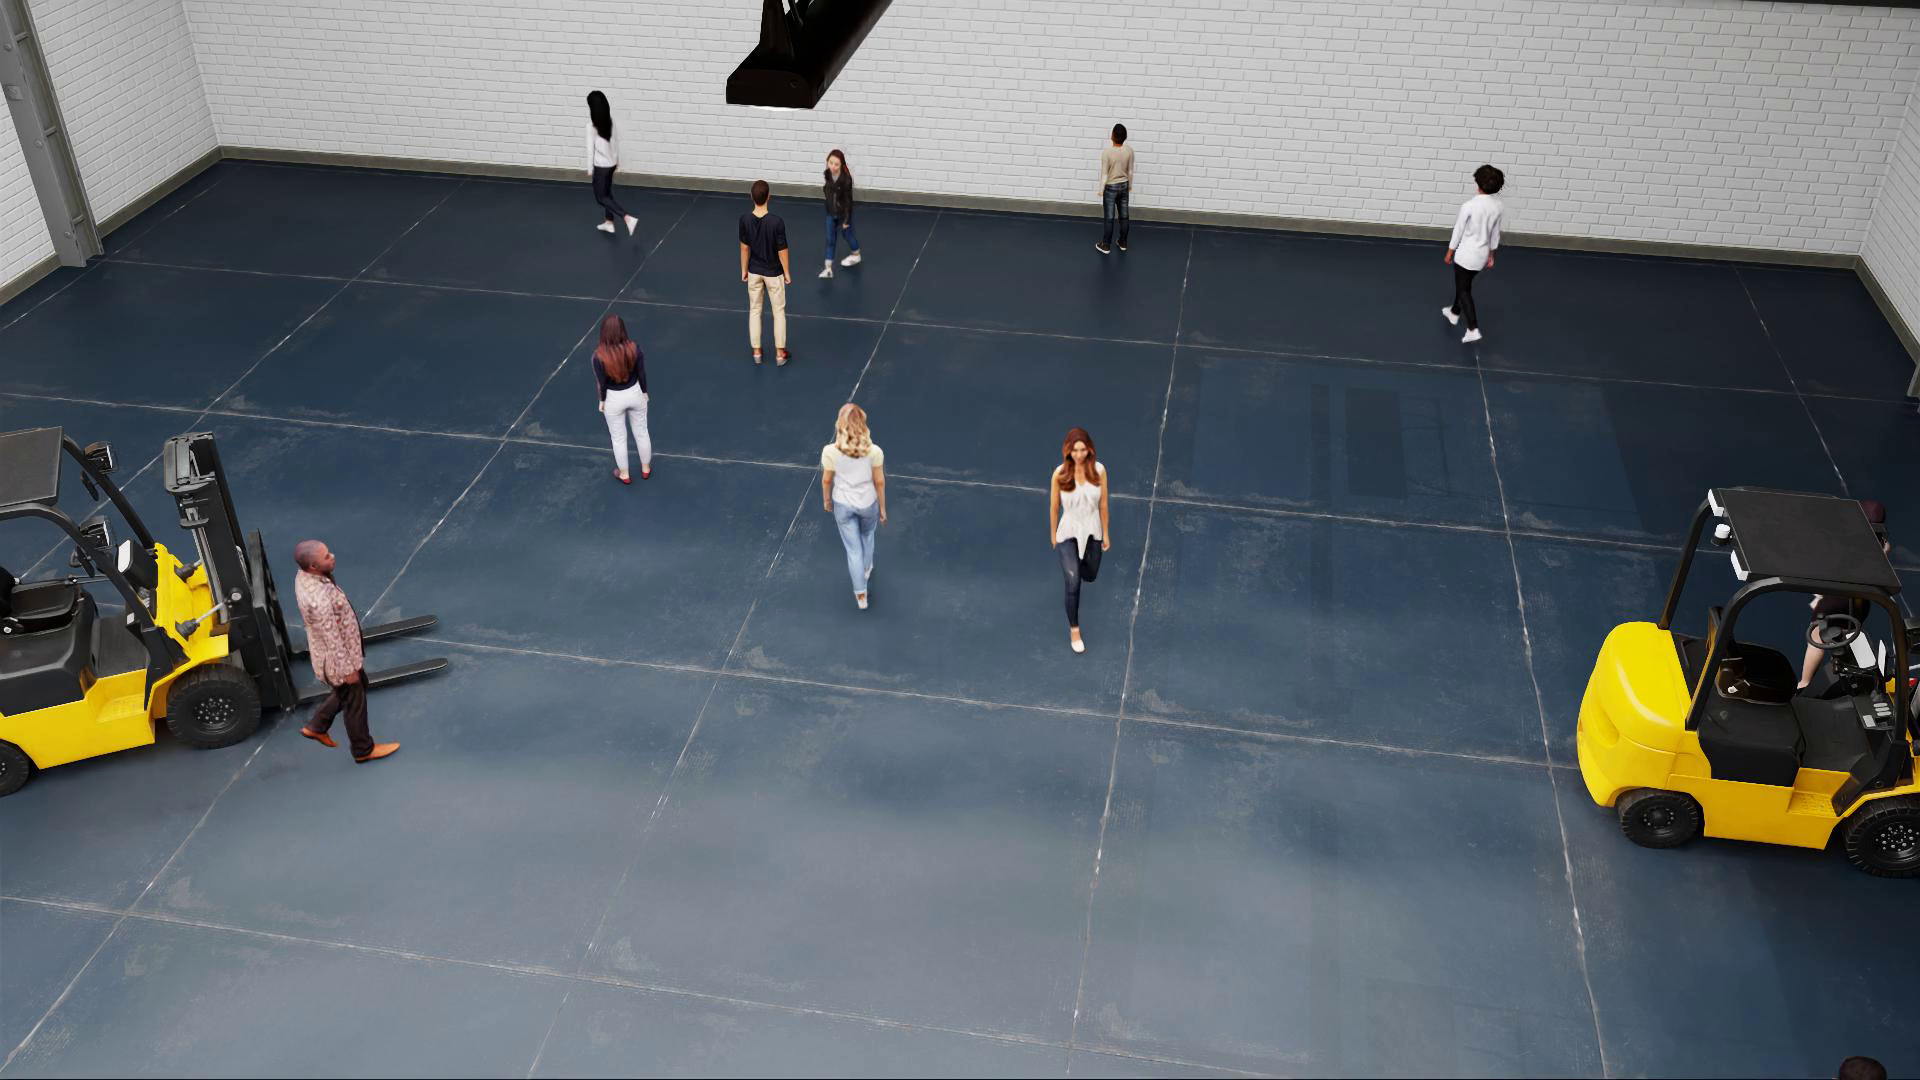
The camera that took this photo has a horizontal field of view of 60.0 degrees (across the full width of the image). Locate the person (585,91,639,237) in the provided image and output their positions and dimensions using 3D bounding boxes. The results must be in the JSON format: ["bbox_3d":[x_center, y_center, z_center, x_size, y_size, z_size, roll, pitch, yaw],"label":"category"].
[{"bbox_3d":[-3.954,-4.200,18.751,0.861,1.680,0.954,17,37,24],"label":"person"}]

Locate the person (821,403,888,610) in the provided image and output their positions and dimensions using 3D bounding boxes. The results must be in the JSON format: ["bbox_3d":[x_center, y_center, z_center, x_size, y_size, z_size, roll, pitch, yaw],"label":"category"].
[{"bbox_3d":[-0.797,-0.208,12.723,0.766,1.704,0.940,-2,34,-3],"label":"person"}]

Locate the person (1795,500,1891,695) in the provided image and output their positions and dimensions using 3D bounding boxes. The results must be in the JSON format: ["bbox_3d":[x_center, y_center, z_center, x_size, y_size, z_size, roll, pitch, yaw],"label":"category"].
[{"bbox_3d":[6.261,0.437,11.799,0.588,1.652,0.562,-1,34,-1],"label":"person"}]

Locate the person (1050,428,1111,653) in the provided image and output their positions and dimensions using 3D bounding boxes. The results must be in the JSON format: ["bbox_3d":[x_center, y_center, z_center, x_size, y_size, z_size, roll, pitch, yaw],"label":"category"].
[{"bbox_3d":[0.888,-0.077,12.467,0.828,1.769,1.086,-5,34,-8],"label":"person"}]

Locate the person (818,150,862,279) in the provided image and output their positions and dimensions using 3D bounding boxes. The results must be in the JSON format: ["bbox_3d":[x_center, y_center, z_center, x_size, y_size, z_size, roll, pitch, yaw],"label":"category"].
[{"bbox_3d":[-1.281,-3.564,18.023,0.845,1.427,1.059,25,41,32],"label":"person"}]

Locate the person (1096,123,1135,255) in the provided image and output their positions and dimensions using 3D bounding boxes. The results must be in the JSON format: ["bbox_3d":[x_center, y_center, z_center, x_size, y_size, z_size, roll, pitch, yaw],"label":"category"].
[{"bbox_3d":[1.742,-3.914,18.515,0.628,1.465,0.650,-11,35,-17],"label":"person"}]

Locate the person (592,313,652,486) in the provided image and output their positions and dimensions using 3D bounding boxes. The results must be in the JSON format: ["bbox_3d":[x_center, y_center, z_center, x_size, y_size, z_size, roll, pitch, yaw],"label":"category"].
[{"bbox_3d":[-2.903,-1.222,14.335,0.686,1.607,0.714,-14,36,-20],"label":"person"}]

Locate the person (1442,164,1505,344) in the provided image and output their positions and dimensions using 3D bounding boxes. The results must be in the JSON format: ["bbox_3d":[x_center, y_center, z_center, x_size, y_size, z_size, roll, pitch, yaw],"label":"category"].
[{"bbox_3d":[5.143,-2.829,16.598,0.951,1.779,1.205,-10,35,-14],"label":"person"}]

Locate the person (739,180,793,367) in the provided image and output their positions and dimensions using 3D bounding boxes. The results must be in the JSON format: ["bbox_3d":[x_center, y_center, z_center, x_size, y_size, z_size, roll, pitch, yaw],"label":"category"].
[{"bbox_3d":[-1.890,-2.597,16.183,0.630,1.851,0.540,6,34,9],"label":"person"}]

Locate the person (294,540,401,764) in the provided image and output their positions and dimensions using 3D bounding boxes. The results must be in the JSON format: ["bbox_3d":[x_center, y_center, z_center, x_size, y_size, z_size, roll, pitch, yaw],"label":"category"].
[{"bbox_3d":[-4.255,0.794,11.137,0.984,1.790,0.941,-15,36,-21],"label":"person"}]
